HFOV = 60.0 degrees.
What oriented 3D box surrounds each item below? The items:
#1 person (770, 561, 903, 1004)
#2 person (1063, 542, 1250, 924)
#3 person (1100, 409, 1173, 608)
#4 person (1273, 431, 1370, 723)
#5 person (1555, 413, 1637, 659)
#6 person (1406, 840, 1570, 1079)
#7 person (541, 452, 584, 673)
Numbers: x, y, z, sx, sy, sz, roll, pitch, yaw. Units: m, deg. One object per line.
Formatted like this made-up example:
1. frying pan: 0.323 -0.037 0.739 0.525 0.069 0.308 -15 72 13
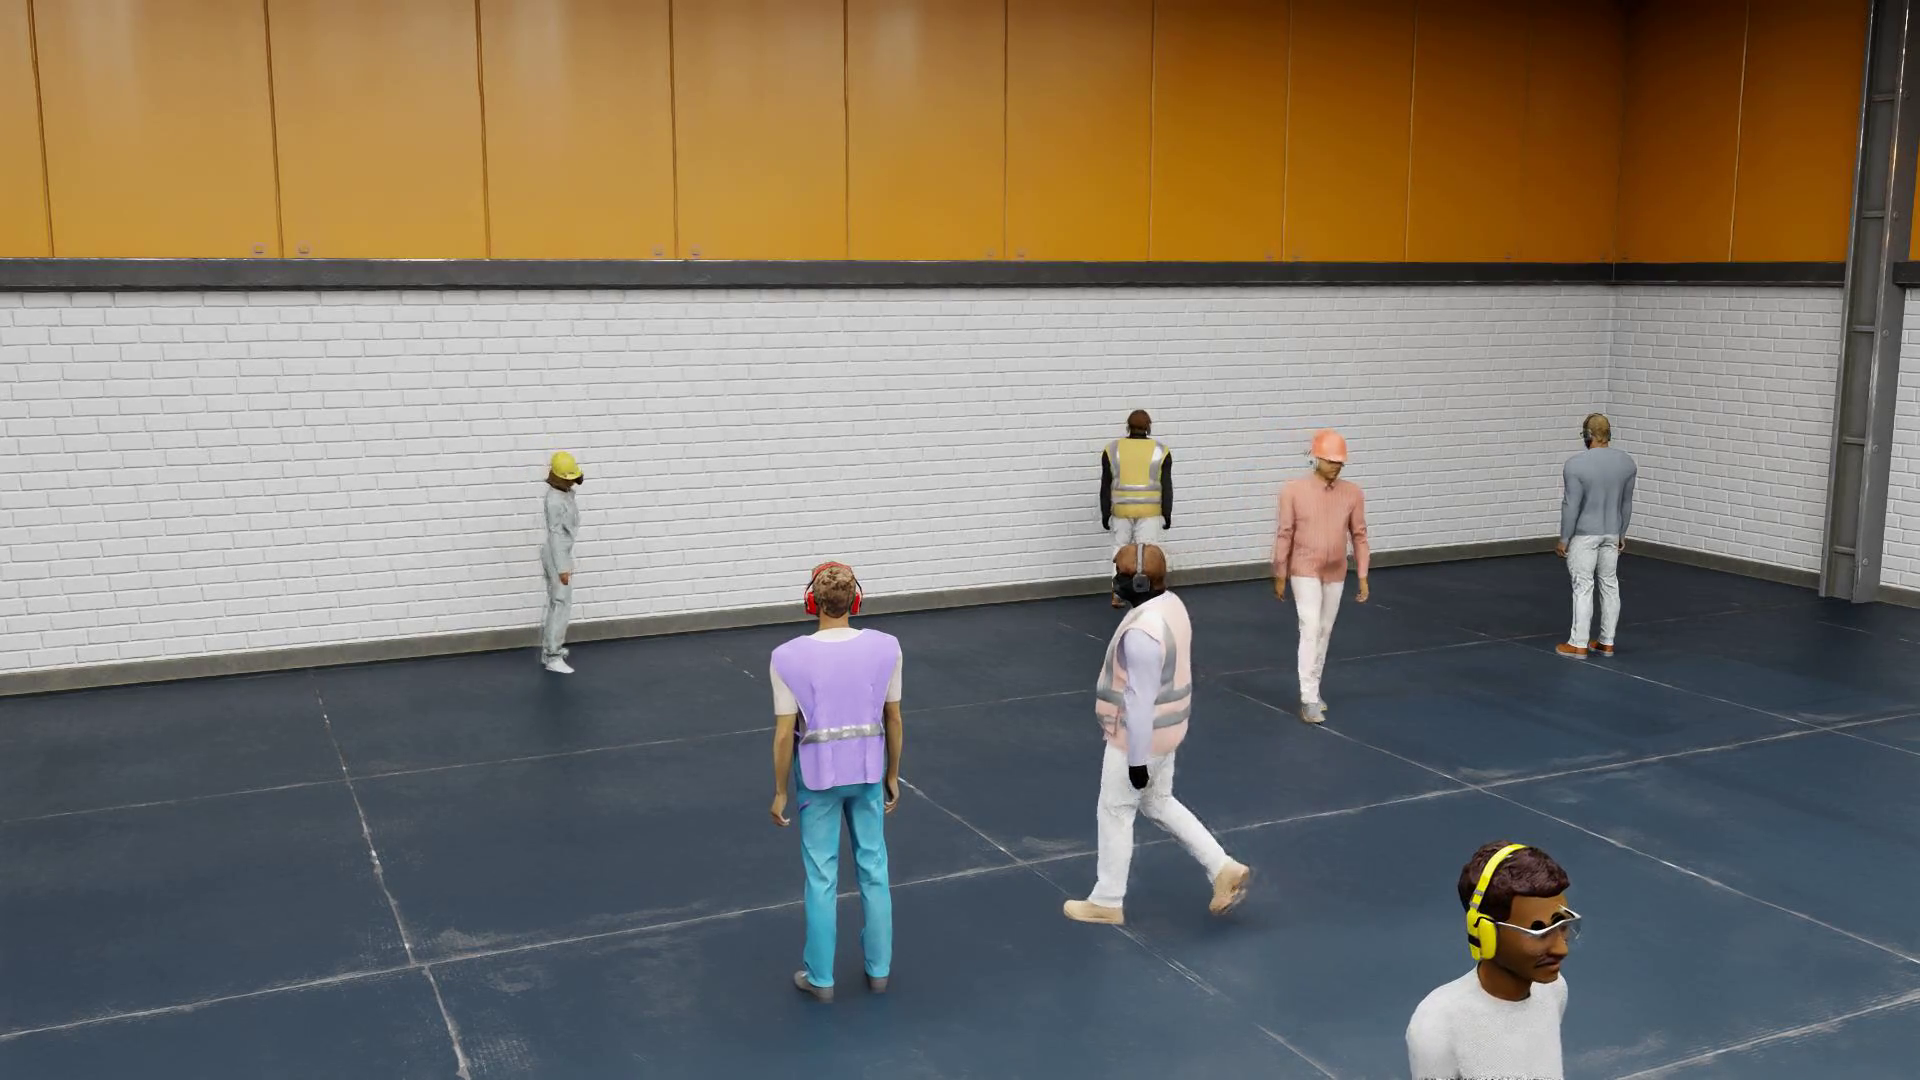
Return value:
1. person: -0.504 1.009 6.906 0.563 1.847 0.393 -3 10 -20
2. person: 0.905 0.902 7.656 0.779 1.820 0.631 4 10 22
3. person: 1.571 -0.249 14.767 0.640 1.827 0.439 2 9 11
4. person: 2.492 0.251 11.269 0.620 1.958 0.845 -2 9 -14
5. person: 4.974 -0.027 13.069 0.628 1.935 0.373 -3 10 -16
6. person: 1.133 1.537 3.559 0.514 1.872 0.332 -8 12 -39
7. person: -3.039 0.157 12.651 0.439 1.698 0.645 -1 9 -5
